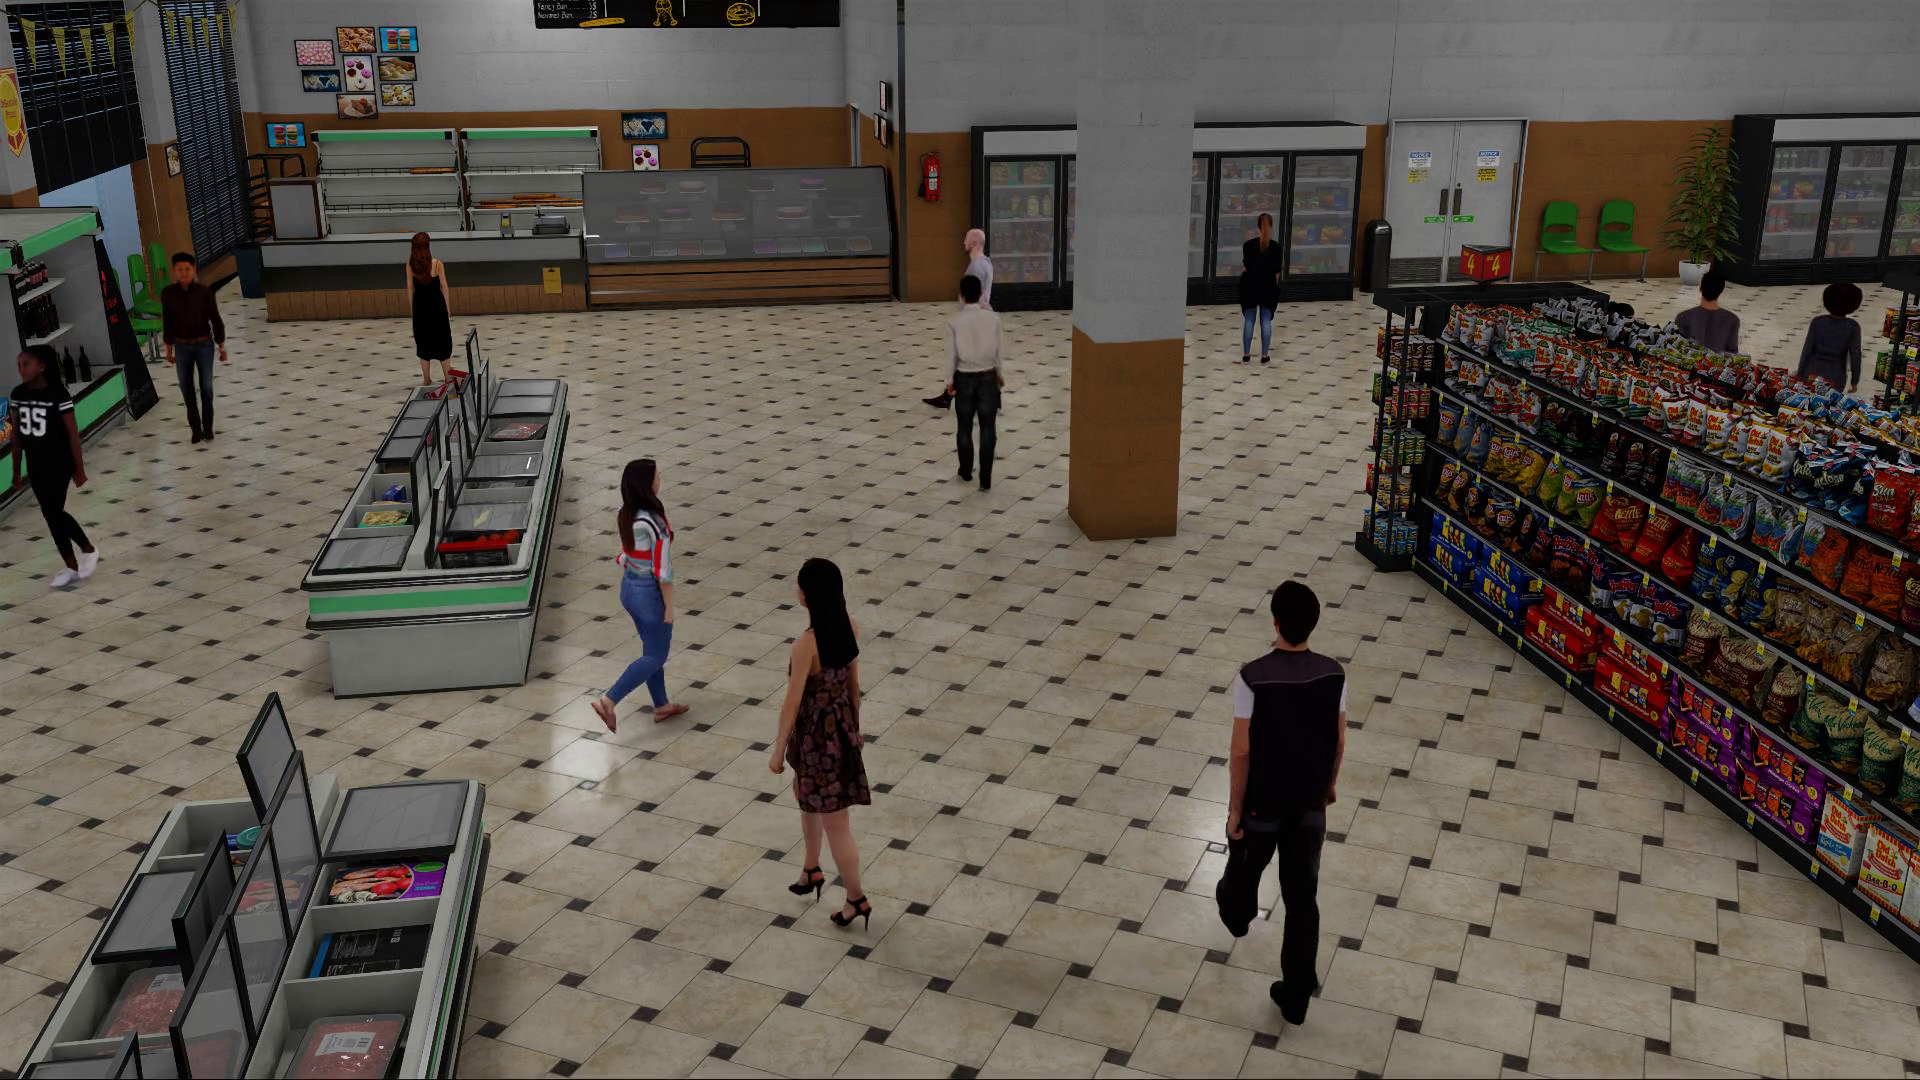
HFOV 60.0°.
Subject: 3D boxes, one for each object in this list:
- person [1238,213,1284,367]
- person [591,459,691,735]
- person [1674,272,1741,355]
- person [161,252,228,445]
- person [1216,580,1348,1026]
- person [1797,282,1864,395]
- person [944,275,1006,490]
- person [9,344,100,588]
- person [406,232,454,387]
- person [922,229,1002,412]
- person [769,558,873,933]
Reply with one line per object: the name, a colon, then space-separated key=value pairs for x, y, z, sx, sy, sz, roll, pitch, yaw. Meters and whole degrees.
person: x=3.340 y=-2.797 z=18.549 sx=0.712 sy=1.683 sz=0.697 roll=4 pitch=19 yaw=12
person: x=-1.836 y=0.346 z=9.363 sx=0.961 sy=1.596 sz=0.965 roll=-18 pitch=25 yaw=-42
person: x=6.144 y=-1.268 z=13.793 sx=0.775 sy=1.824 sz=0.885 roll=-1 pitch=19 yaw=-3
person: x=-7.108 y=-1.793 z=15.448 sx=0.759 sy=1.762 sz=0.803 roll=-7 pitch=20 yaw=-19
person: x=1.347 y=1.104 z=6.795 sx=0.730 sy=1.801 sz=1.180 roll=-2 pitch=19 yaw=-5
person: x=7.345 y=-1.325 z=14.160 sx=0.765 sy=1.697 sz=0.827 roll=13 pitch=23 yaw=34
person: x=0.152 y=-1.300 z=13.940 sx=0.742 sy=1.791 sz=1.002 roll=-2 pitch=19 yaw=-5
person: x=-6.381 y=-0.534 z=11.779 sx=0.732 sy=1.720 sz=0.783 roll=5 pitch=19 yaw=14
person: x=-5.618 y=-2.443 z=17.592 sx=0.577 sy=1.624 sz=0.578 roll=-2 pitch=19 yaw=-5
person: x=0.255 y=-2.132 z=16.375 sx=0.995 sy=1.812 sz=1.064 roll=3 pitch=19 yaw=10
person: x=-0.520 y=0.945 z=7.331 sx=0.896 sy=1.759 sz=0.851 roll=9 pitch=21 yaw=25
